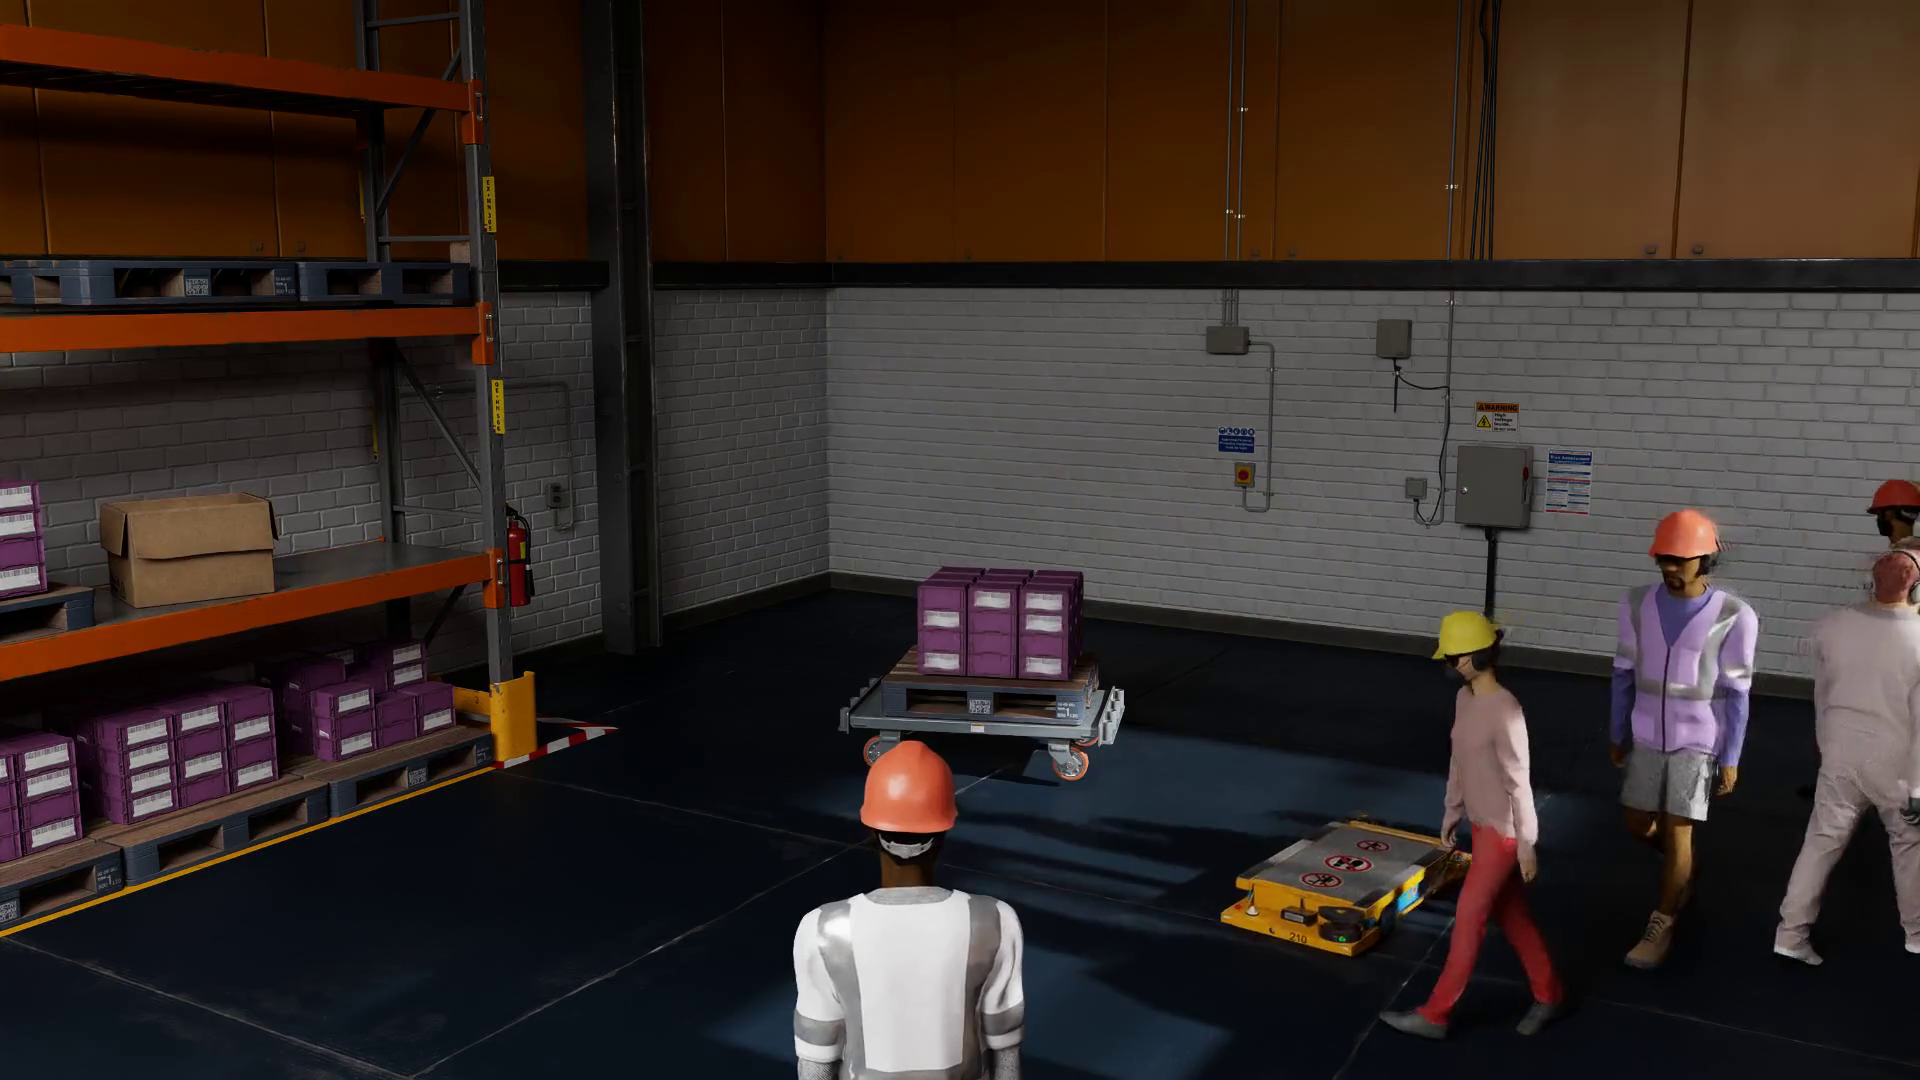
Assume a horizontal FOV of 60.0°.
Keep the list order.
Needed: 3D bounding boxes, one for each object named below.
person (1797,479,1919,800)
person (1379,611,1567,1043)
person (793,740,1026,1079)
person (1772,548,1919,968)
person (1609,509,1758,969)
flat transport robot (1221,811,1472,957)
[{"bbox_3d":[5.335,0.612,9.307,0.922,1.896,0.552,9,12,43],"label":"person"},{"bbox_3d":[2.096,1.134,6.556,0.790,1.709,0.592,-1,9,-3],"label":"person"},{"bbox_3d":[-0.121,1.434,3.988,0.547,1.938,0.377,-1,9,-6],"label":"person"},{"bbox_3d":[3.982,0.956,7.240,1.010,1.862,0.657,-5,10,-28],"label":"person"},{"bbox_3d":[3.209,0.851,7.385,0.700,2.023,0.608,-8,12,-41],"label":"person"},{"bbox_3d":[1.892,1.622,8.004,0.652,0.197,1.431,7,12,37],"label":"flat transport robot"}]
